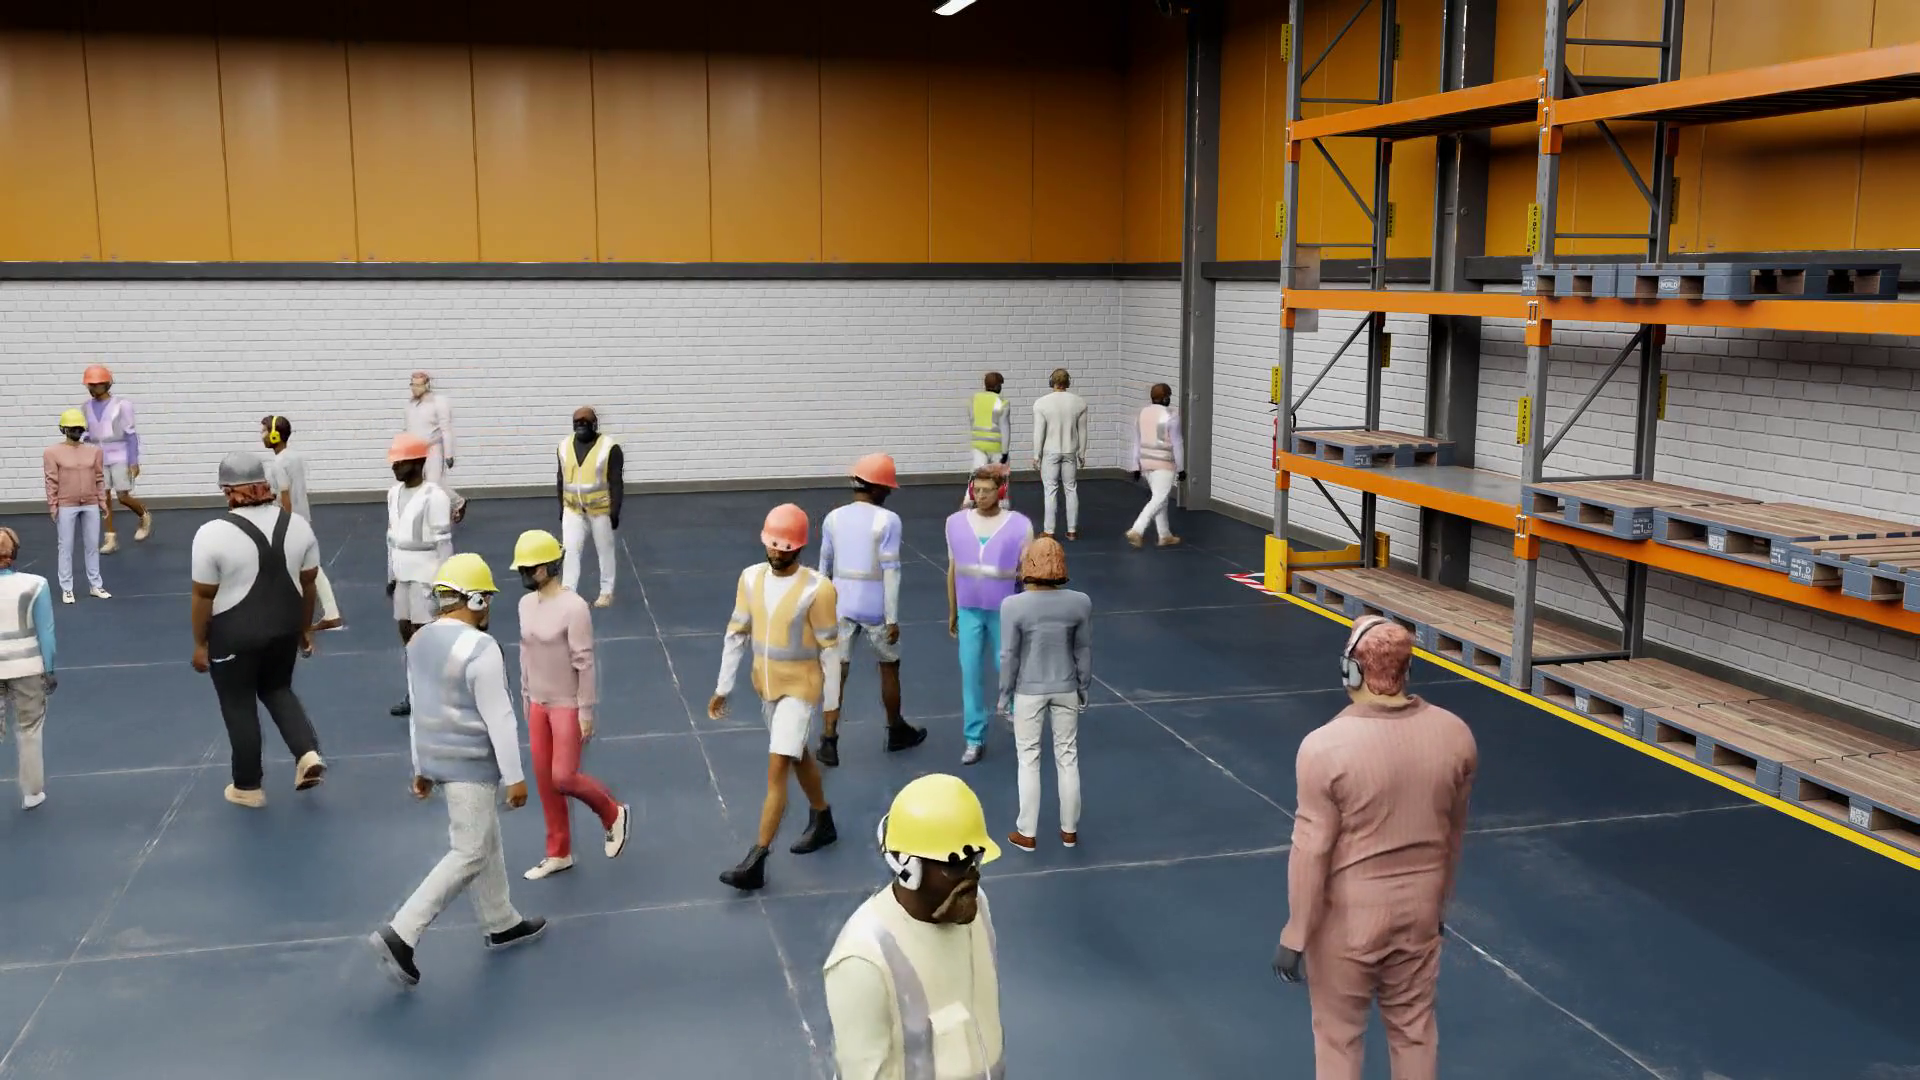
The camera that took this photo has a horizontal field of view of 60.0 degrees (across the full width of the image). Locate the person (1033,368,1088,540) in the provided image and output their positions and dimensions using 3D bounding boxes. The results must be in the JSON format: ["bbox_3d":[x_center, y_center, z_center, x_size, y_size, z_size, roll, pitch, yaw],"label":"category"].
[{"bbox_3d":[1.110,-0.948,18.556,0.635,1.937,0.359,-2,9,-15],"label":"person"}]

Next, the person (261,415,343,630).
[{"bbox_3d":[-5.629,-0.123,13.781,0.977,1.821,0.512,0,9,1],"label":"person"}]

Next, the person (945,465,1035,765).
[{"bbox_3d":[0.199,0.424,10.369,0.571,1.823,0.801,2,9,15],"label":"person"}]

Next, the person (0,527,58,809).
[{"bbox_3d":[-5.204,0.735,9.048,0.520,1.622,0.644,-3,10,-17],"label":"person"}]

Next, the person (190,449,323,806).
[{"bbox_3d":[-3.961,0.486,9.286,0.568,2.000,0.691,7,11,35],"label":"person"}]

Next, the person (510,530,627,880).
[{"bbox_3d":[-1.962,0.804,8.214,0.541,1.748,0.470,7,12,38],"label":"person"}]

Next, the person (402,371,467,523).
[{"bbox_3d":[-6.112,-1.026,19.234,0.673,1.880,0.672,4,10,24],"label":"person"}]

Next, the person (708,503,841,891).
[{"bbox_3d":[-0.878,0.740,8.238,0.565,1.876,0.986,6,11,35],"label":"person"}]

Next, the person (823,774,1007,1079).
[{"bbox_3d":[-0.070,1.445,4.015,0.518,1.815,0.609,7,11,35],"label":"person"}]

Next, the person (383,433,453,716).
[{"bbox_3d":[-3.637,0.222,11.316,0.552,1.921,0.563,7,11,37],"label":"person"}]

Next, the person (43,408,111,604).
[{"bbox_3d":[-8.028,-0.315,15.142,0.306,1.770,0.525,8,12,40],"label":"person"}]

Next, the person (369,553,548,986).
[{"bbox_3d":[-2.180,0.967,7.098,0.618,1.791,0.819,9,13,44],"label":"person"}]

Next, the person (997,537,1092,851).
[{"bbox_3d":[0.439,0.797,8.614,0.507,1.632,0.274,-2,9,-15],"label":"person"}]

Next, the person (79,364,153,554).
[{"bbox_3d":[-9.055,-0.879,17.841,0.638,2.030,0.686,1,9,7],"label":"person"}]

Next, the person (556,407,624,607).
[{"bbox_3d":[-3.297,-0.253,14.622,0.652,1.801,0.897,2,9,10],"label":"person"}]

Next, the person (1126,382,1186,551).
[{"bbox_3d":[2.098,-0.797,18.000,0.868,1.817,0.611,-6,11,-35],"label":"person"}]

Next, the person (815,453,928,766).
[{"bbox_3d":[-0.589,0.408,10.242,0.633,1.887,0.799,4,10,24],"label":"person"}]

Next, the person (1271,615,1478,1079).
[{"bbox_3d":[1.317,1.183,5.357,0.651,1.910,0.405,-3,10,-19],"label":"person"}]

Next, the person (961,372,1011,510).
[{"bbox_3d":[0.341,-1.128,20.088,0.626,1.813,0.833,6,11,32],"label":"person"}]
